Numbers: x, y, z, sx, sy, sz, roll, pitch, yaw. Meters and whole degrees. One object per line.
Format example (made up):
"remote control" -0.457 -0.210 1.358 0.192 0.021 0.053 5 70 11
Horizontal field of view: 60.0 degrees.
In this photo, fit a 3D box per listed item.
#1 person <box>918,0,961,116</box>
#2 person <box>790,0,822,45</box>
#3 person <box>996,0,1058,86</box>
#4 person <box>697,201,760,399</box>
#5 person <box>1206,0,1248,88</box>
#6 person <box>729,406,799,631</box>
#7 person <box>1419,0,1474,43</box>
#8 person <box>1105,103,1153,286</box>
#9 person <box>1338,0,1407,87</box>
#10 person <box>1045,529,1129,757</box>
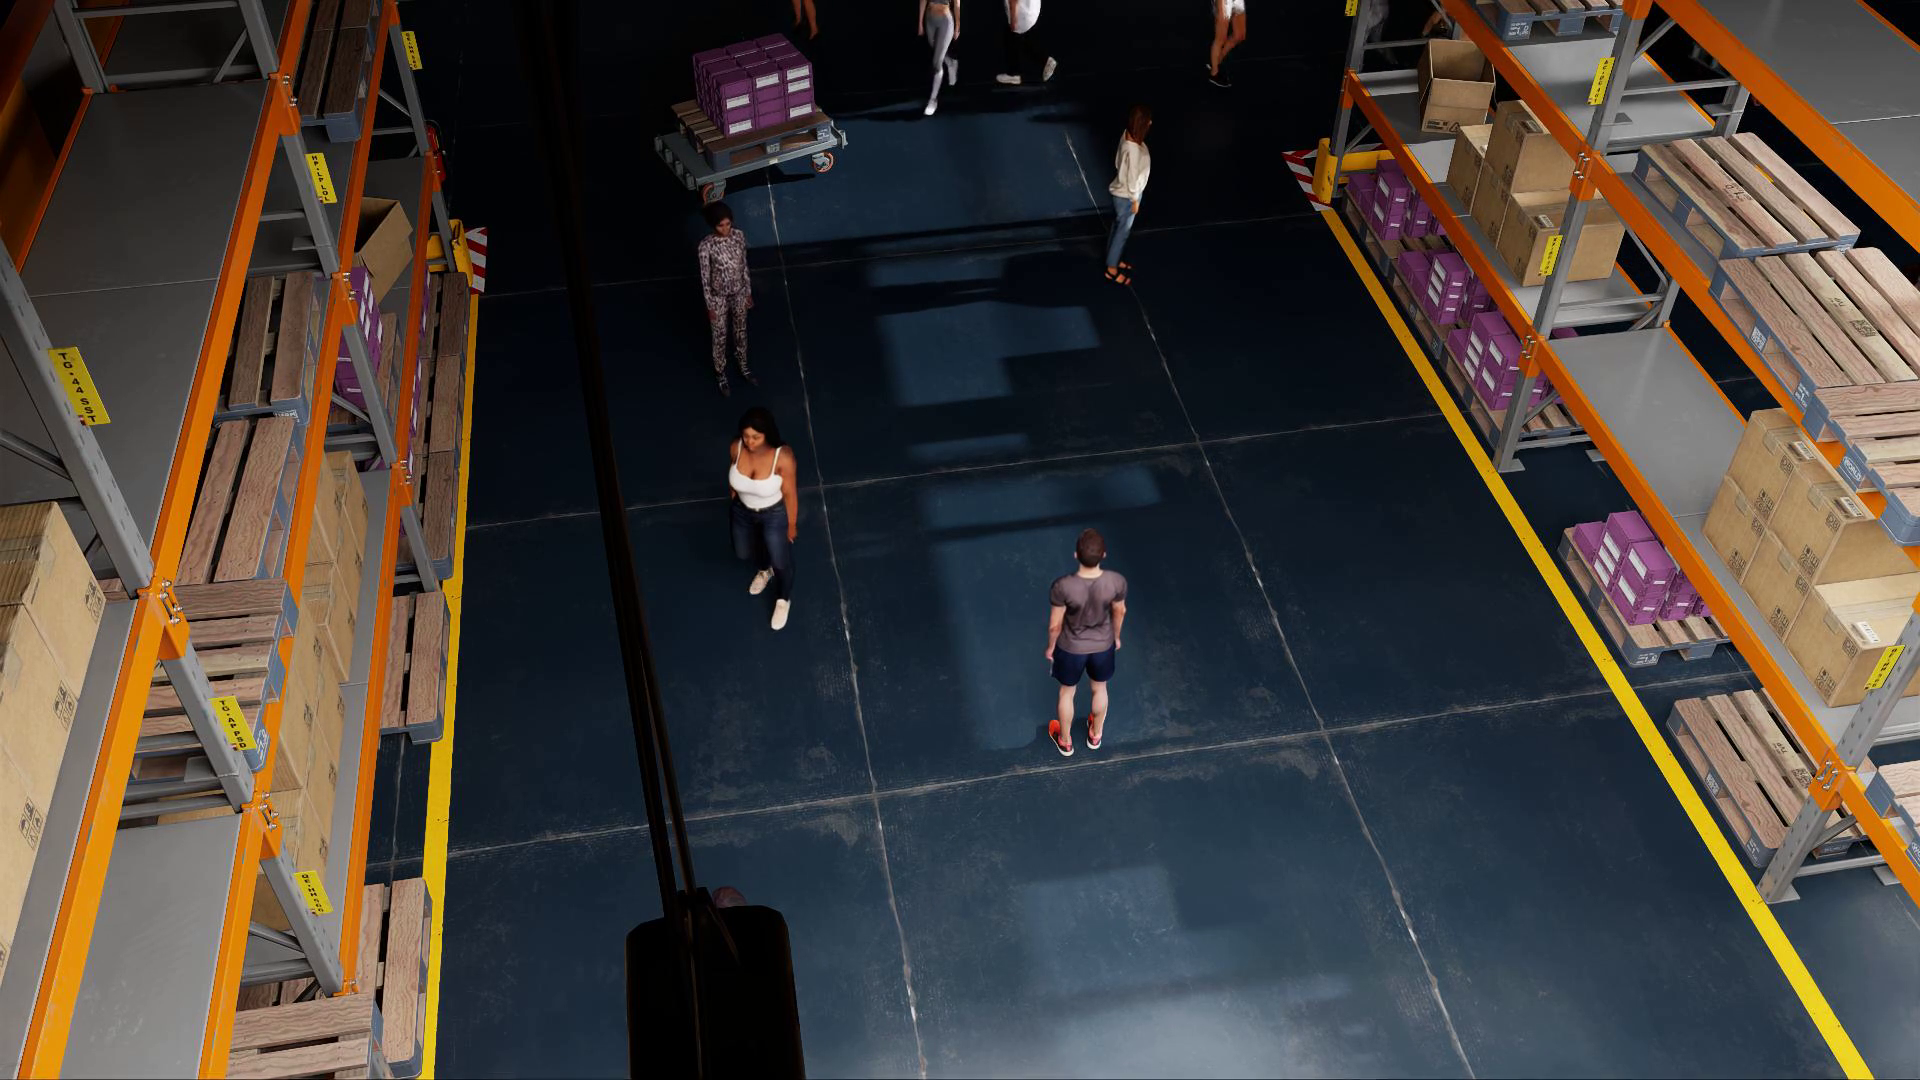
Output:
"person" -0.178 -5.144 16.522 0.944 1.674 1.166 16 46 16
"person" -1.577 -5.994 17.305 0.781 1.825 0.709 15 46 15
"person" 0.657 -5.306 16.703 1.032 1.659 0.991 23 48 22
"person" -1.837 -1.914 13.101 0.655 1.718 0.671 -24 49 -23
"person" 2.618 -5.460 16.743 0.815 1.827 0.774 33 52 29
"person" -1.312 -0.218 11.256 0.847 1.806 0.909 15 46 15
"person" 4.806 -4.719 16.057 0.826 1.701 1.222 -15 46 -15
"person" 1.415 -2.968 14.239 0.715 1.672 0.565 2 44 3
"person" 4.193 -5.210 16.604 1.032 1.656 0.967 26 49 24
"person" 0.773 0.646 10.314 0.639 1.854 0.534 -8 44 -8
